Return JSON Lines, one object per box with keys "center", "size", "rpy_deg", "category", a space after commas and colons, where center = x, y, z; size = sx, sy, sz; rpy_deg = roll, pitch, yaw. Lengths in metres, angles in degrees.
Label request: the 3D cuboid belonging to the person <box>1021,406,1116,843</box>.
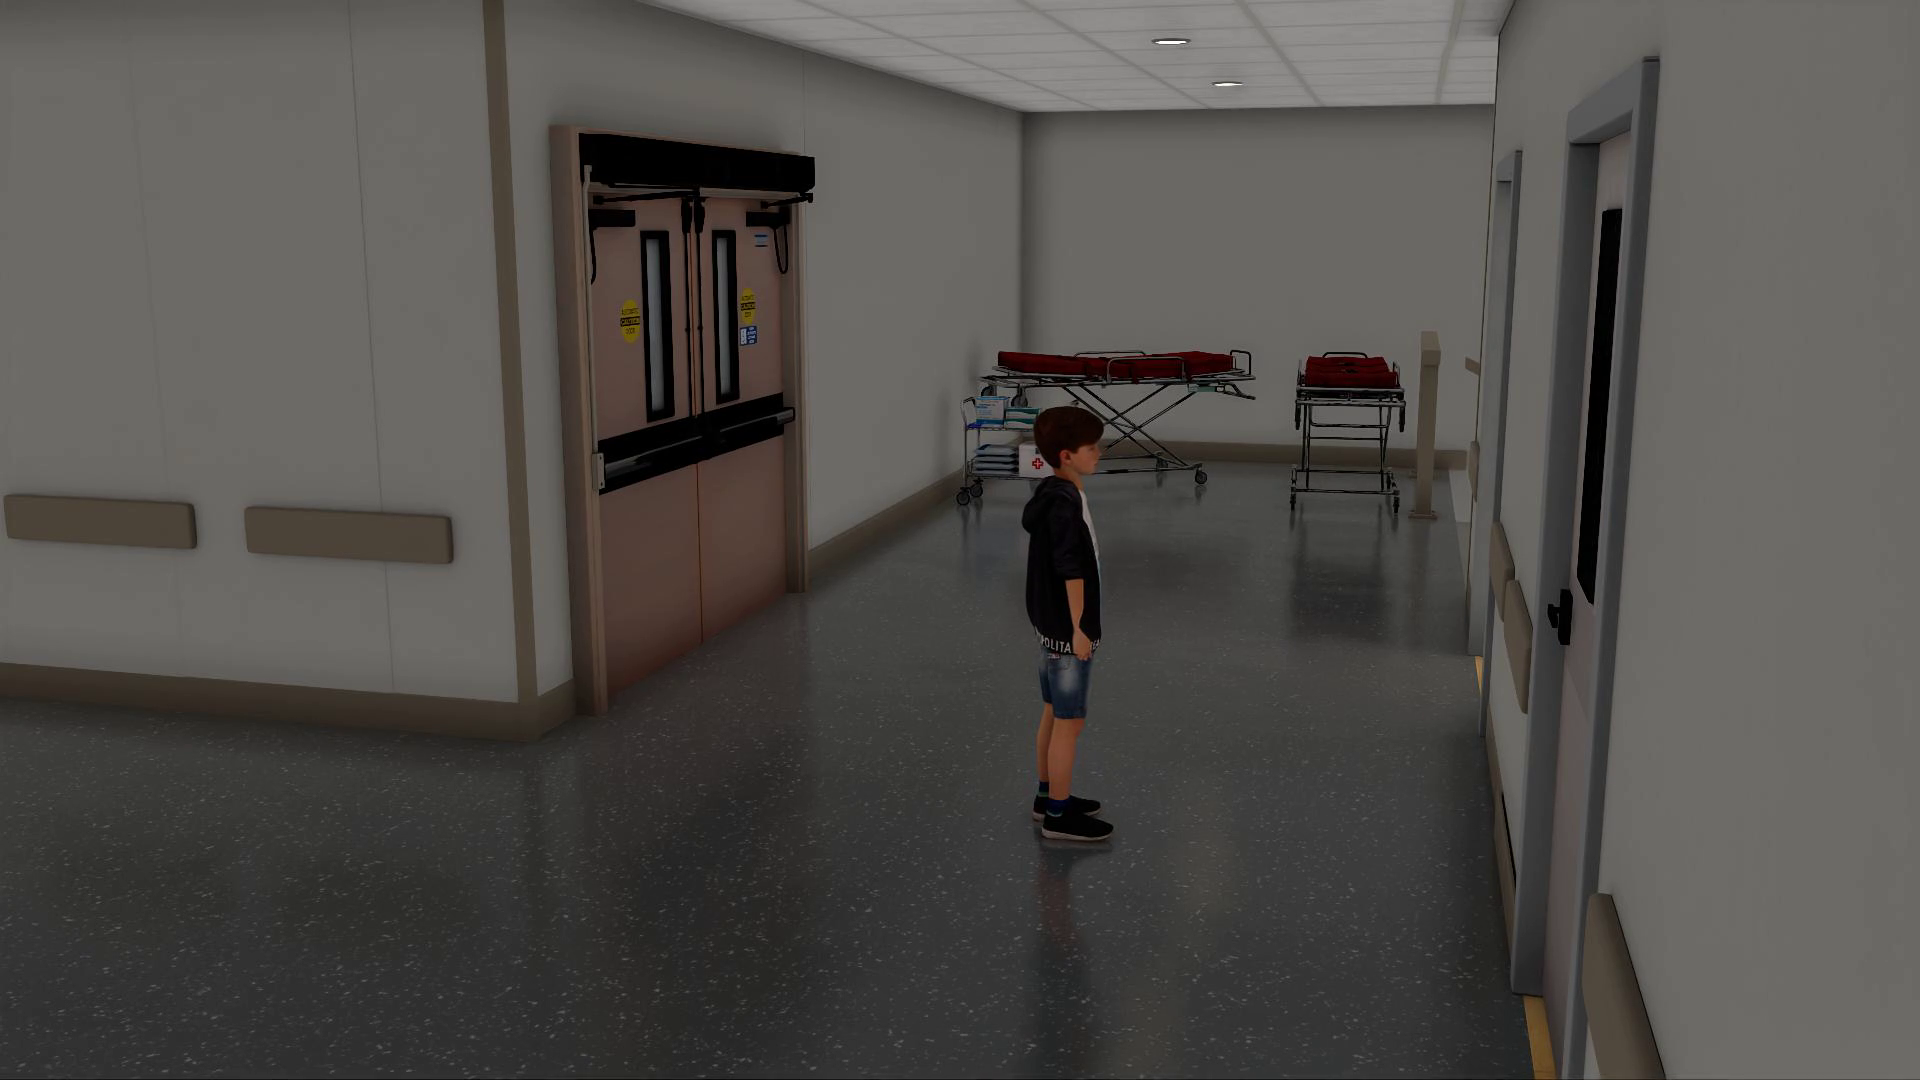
{"center": [0.358, 0.268, 5.575], "size": [0.664, 1.447, 0.560], "rpy_deg": [-1, 11, -6], "category": "person"}
